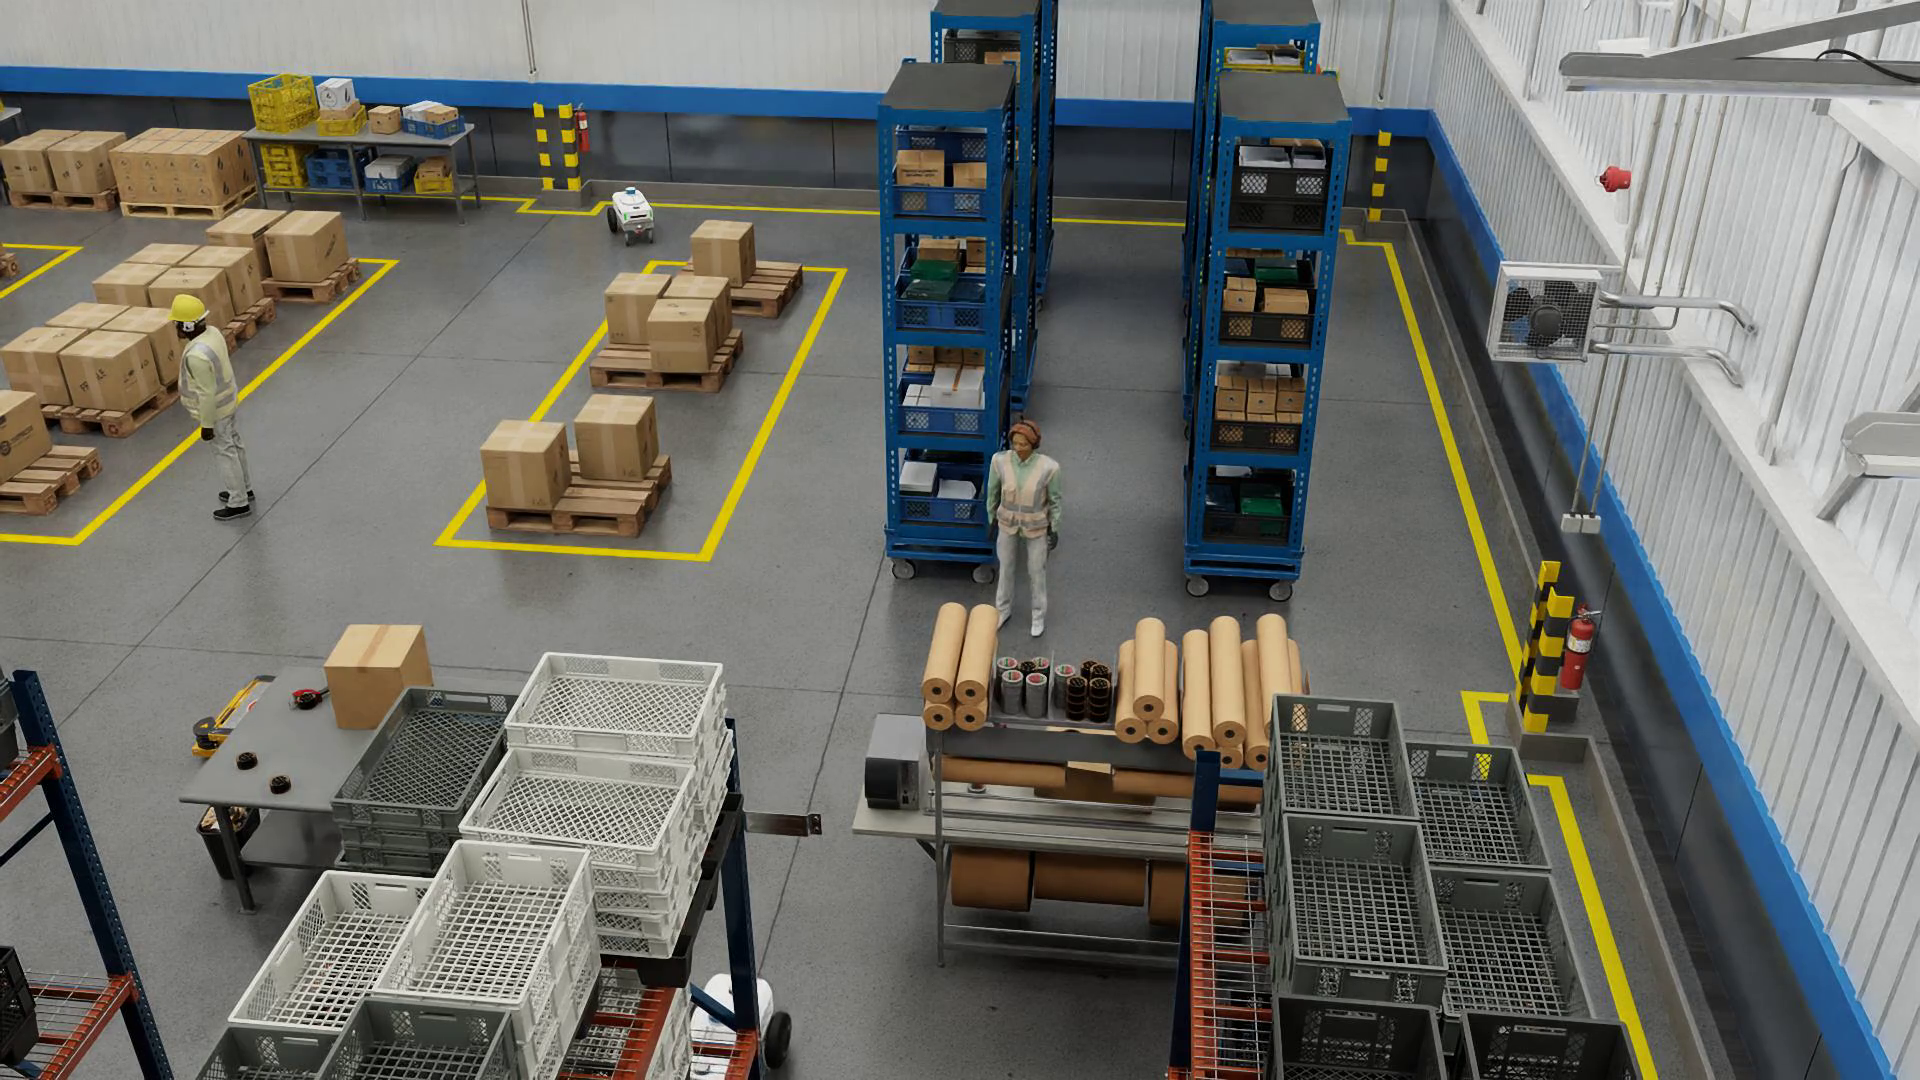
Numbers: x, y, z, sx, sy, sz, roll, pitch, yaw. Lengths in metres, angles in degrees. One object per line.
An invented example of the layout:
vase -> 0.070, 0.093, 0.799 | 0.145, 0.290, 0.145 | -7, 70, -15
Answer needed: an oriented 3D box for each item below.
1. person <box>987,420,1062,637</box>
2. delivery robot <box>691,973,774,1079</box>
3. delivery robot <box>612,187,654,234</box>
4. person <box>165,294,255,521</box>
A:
person -> 0.437, -0.084, 11.438 | 0.520, 1.639, 0.312 | 9, 31, 14
delivery robot -> -1.160, 2.444, 8.078 | 0.477, 0.478, 0.707 | 6, 31, 10
delivery robot -> -3.668, -3.708, 18.645 | 0.477, 0.478, 0.707 | -11, 32, -18
person -> -5.798, -1.037, 12.885 | 0.403, 1.833, 0.590 | -6, 31, -10
